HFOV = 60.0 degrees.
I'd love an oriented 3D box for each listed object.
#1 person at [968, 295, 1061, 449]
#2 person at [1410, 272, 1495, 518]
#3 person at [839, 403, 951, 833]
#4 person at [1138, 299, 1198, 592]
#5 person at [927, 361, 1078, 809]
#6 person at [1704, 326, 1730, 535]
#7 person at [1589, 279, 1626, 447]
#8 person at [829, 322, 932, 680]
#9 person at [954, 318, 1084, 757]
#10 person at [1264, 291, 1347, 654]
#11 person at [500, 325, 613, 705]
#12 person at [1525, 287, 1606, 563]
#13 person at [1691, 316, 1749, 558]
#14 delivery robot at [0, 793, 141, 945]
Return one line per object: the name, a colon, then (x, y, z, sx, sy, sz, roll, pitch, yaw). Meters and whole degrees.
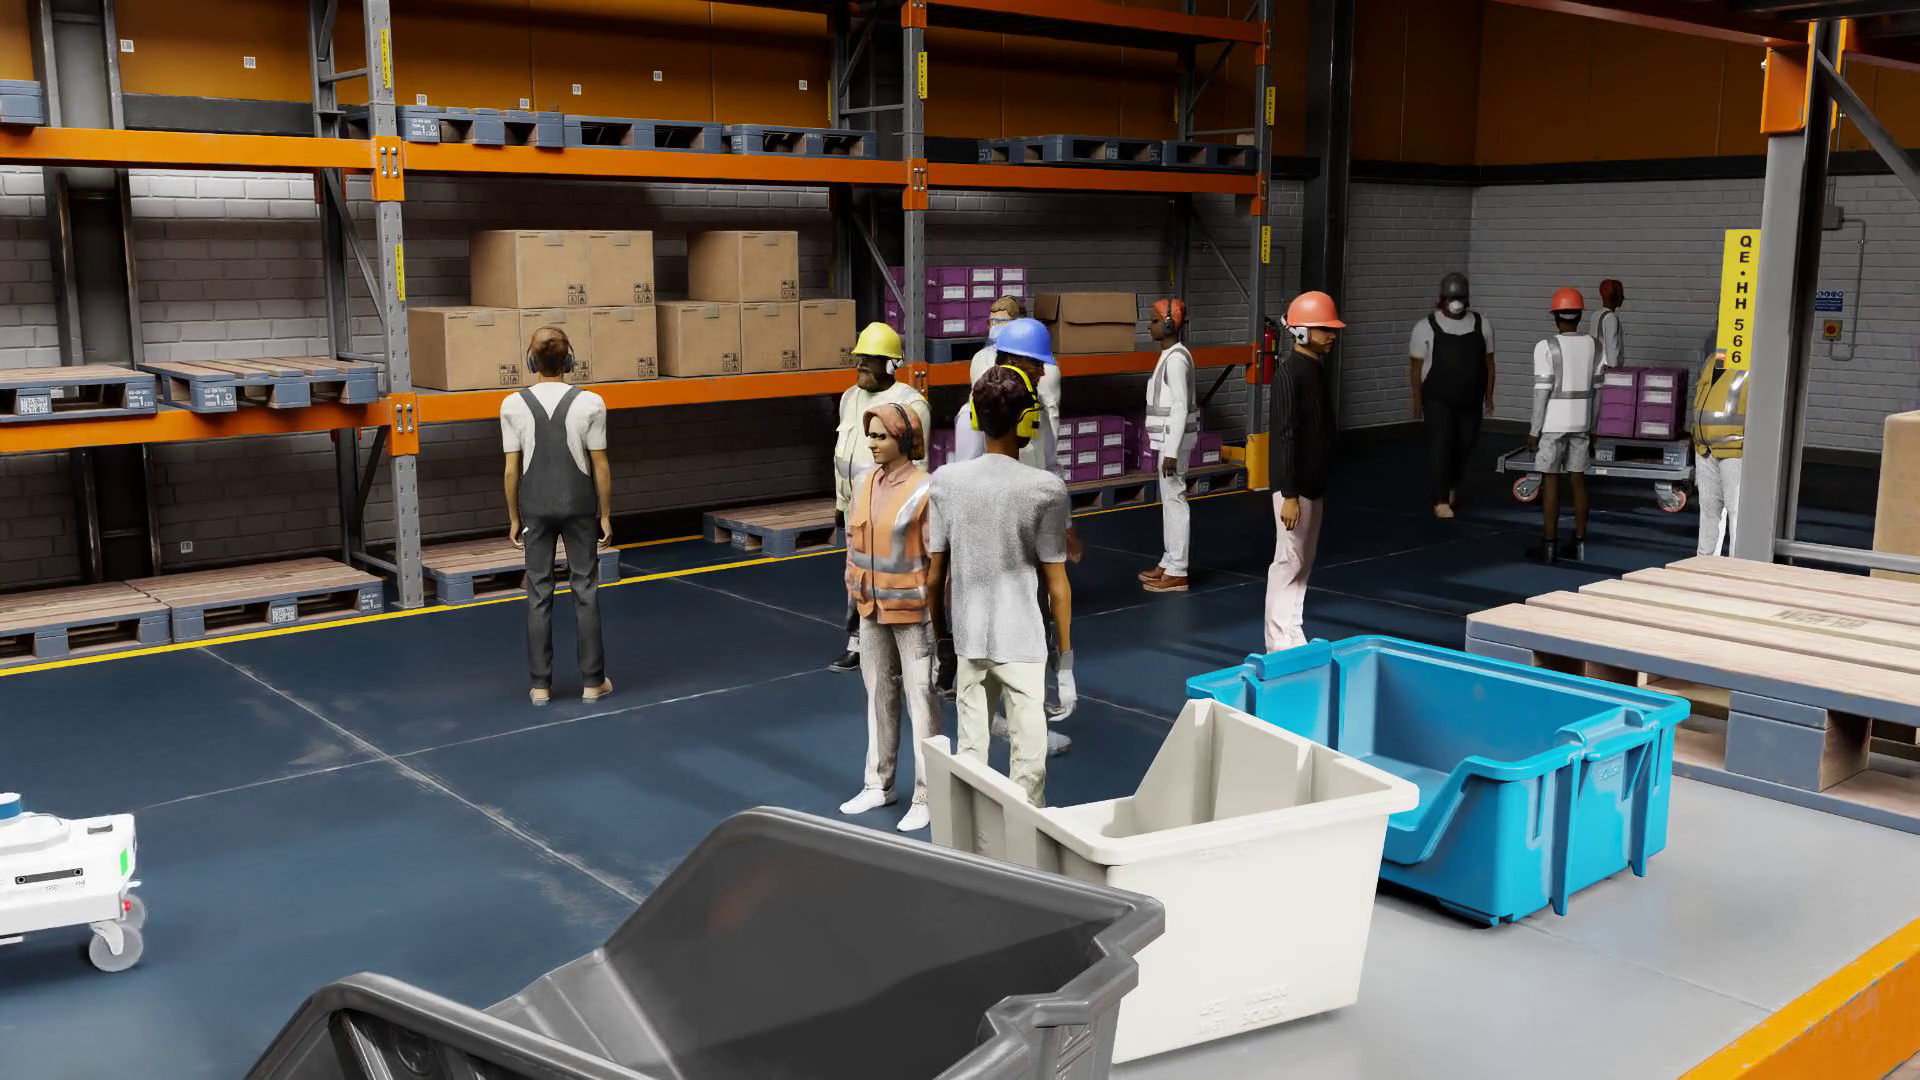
person: (0.286, -0.449, 9.688, 0.636, 1.939, 0.362, 8, 13, 38)
person: (4.088, -1.244, 13.859, 0.684, 2.000, 0.869, 0, 10, -1)
person: (-0.244, 0.289, 6.392, 0.523, 1.640, 0.306, 9, 14, 42)
person: (1.350, -0.606, 10.726, 0.361, 1.883, 0.574, 1, 10, 5)
person: (0.139, 0.373, 5.283, 0.520, 1.871, 0.326, 5, 11, 27)
person: (6.027, -0.983, 12.783, 0.774, 1.899, 0.639, -5, 11, -25)
person: (6.371, -1.621, 16.412, 0.356, 1.884, 0.574, 0, 10, 2)
person: (-0.431, -0.195, 8.552, 0.589, 1.837, 0.404, 8, 13, 38)
person: (0.309, -0.015, 7.359, 0.786, 1.906, 0.599, 6, 12, 29)
person: (1.765, -0.273, 8.543, 0.386, 1.992, 0.624, 5, 11, 25)
person: (-1.941, -0.112, 8.063, 0.506, 1.847, 0.344, -1, 10, -7)
person: (4.233, -0.807, 11.710, 0.551, 1.931, 0.374, -3, 10, -15)
person: (4.900, -0.568, 10.633, 0.429, 1.844, 0.627, -3, 10, -14)
delivery robot: (-2.907, 1.018, 5.085, 0.707, 0.478, 0.477, -5, 11, -24)
